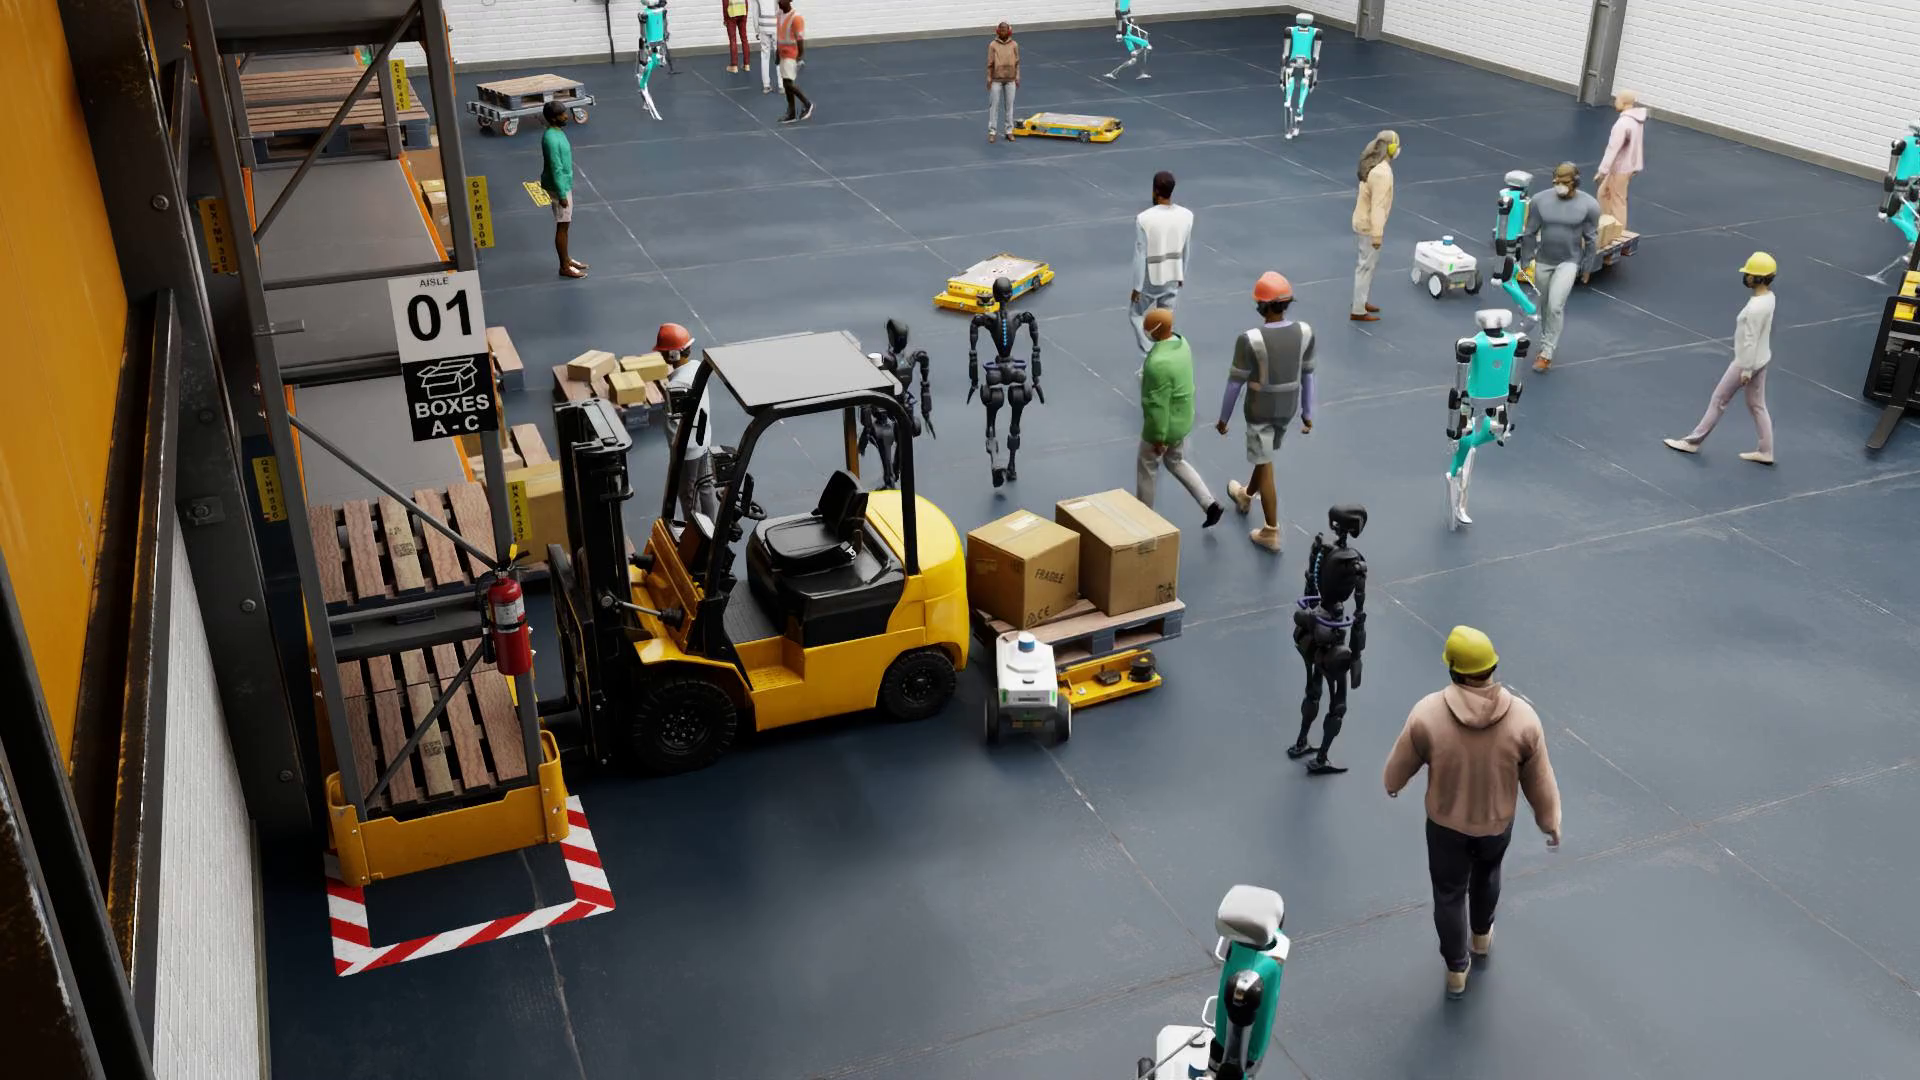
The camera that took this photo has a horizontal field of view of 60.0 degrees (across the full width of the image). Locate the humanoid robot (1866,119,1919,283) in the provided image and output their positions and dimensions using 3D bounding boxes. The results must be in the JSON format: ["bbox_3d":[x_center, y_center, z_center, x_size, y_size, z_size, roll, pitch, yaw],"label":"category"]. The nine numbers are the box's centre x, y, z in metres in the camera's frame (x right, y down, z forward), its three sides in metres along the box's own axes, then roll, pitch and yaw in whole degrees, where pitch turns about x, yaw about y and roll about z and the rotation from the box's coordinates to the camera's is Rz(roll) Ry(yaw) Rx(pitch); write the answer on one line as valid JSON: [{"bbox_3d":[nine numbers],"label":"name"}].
[{"bbox_3d":[9.883,-3.358,17.069,0.530,1.782,0.999,-8,28,-16],"label":"humanoid robot"}]

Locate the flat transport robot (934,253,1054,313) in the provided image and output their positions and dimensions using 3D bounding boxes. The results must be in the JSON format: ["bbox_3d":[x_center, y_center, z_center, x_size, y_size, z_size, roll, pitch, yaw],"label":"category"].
[{"bbox_3d":[0.368,-2.668,17.295,0.659,0.231,1.431,15,30,26],"label":"flat transport robot"}]

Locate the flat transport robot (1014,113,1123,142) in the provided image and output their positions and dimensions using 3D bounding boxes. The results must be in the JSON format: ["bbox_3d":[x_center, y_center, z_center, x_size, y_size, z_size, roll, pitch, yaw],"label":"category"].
[{"bbox_3d":[1.548,-5.874,23.672,1.431,0.231,0.659,9,28,18],"label":"flat transport robot"}]

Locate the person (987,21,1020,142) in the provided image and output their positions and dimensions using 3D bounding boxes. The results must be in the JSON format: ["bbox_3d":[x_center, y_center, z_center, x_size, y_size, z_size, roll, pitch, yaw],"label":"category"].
[{"bbox_3d":[0.596,-6.381,23.137,0.470,1.650,0.311,-4,27,-9],"label":"person"}]

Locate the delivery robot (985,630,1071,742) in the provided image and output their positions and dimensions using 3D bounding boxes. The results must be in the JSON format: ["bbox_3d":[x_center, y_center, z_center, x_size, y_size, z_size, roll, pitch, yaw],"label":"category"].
[{"bbox_3d":[0.395,0.856,9.972,0.499,0.599,0.787,0,27,-1],"label":"delivery robot"}]

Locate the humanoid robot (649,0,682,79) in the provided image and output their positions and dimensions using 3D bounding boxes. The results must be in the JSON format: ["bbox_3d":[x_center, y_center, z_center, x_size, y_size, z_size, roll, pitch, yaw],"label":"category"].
[{"bbox_3d":[-4.970,-8.406,27.206,0.775,1.634,0.591,-14,30,-25],"label":"humanoid robot"}]

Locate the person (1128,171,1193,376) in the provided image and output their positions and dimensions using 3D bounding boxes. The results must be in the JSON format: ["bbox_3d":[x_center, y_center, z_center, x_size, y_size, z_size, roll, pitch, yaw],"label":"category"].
[{"bbox_3d":[1.771,-2.320,14.779,0.627,1.901,0.475,-14,30,-25],"label":"person"}]

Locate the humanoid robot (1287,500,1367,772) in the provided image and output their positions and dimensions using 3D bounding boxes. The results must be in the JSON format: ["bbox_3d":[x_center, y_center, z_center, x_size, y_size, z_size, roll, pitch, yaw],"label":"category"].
[{"bbox_3d":[2.079,0.527,9.369,0.325,1.654,0.590,-10,28,-20],"label":"humanoid robot"}]

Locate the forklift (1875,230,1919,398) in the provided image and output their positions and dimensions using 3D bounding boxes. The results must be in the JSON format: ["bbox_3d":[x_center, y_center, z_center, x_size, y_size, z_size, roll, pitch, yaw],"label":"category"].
[{"bbox_3d":[9.029,-2.397,14.618,1.214,2.155,2.313,18,32,32],"label":"forklift"}]

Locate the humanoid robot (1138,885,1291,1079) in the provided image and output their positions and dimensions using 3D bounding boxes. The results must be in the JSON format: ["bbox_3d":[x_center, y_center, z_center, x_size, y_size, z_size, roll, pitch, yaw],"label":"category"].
[{"bbox_3d":[0.863,2.013,6.282,0.646,1.746,0.534,9,28,17],"label":"humanoid robot"}]

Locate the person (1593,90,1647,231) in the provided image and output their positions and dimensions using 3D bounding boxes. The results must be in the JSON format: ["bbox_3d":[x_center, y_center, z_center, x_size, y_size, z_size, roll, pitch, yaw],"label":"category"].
[{"bbox_3d":[7.254,-4.122,18.518,0.664,1.756,0.546,18,32,31],"label":"person"}]

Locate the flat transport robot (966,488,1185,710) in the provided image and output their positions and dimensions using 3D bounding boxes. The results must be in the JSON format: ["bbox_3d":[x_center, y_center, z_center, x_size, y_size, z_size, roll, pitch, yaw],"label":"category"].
[{"bbox_3d":[0.651,0.618,10.759,0.659,0.231,1.431,-13,29,-23],"label":"flat transport robot"}]

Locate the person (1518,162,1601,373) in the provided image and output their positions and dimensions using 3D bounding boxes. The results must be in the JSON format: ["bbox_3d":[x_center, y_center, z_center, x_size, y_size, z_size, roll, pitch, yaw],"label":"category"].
[{"bbox_3d":[5.361,-2.470,15.062,0.633,1.909,0.766,19,32,33],"label":"person"}]

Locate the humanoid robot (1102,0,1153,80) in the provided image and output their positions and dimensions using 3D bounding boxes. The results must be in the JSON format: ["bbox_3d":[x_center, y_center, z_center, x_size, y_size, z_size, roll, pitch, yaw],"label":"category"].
[{"bbox_3d":[2.811,-8.188,26.684,1.035,1.751,0.547,11,29,20],"label":"humanoid robot"}]

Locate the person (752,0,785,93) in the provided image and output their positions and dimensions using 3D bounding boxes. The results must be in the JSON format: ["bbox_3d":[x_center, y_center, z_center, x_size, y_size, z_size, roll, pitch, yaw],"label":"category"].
[{"bbox_3d":[-2.941,-7.957,26.018,0.582,1.882,0.351,5,27,10],"label":"person"}]

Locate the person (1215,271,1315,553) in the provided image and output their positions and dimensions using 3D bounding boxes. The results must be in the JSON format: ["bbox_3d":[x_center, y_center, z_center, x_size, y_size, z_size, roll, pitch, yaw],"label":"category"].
[{"bbox_3d":[2.148,-0.970,11.991,0.642,1.995,0.985,-11,29,-21],"label":"person"}]

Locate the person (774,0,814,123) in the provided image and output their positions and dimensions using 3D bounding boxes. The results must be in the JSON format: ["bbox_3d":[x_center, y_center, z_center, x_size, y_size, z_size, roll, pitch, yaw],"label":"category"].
[{"bbox_3d":[-2.472,-7.022,24.081,0.456,1.949,0.612,-16,31,-29],"label":"person"}]

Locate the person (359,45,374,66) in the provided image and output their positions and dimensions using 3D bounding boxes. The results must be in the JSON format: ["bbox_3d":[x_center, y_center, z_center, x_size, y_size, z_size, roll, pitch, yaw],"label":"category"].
[{"bbox_3d":[-8.788,-6.937,24.064,0.670,1.831,0.336,-15,30,-26],"label":"person"}]

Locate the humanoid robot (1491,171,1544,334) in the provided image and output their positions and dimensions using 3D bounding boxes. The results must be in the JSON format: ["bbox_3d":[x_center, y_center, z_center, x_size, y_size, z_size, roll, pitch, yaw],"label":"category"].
[{"bbox_3d":[5.183,-2.420,15.251,0.690,1.858,0.531,17,31,30],"label":"humanoid robot"}]

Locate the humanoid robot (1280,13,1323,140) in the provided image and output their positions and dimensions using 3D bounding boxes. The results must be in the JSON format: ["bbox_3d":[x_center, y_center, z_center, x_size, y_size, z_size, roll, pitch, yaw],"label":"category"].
[{"bbox_3d":[4.661,-6.305,22.942,0.536,1.755,1.033,6,27,12],"label":"humanoid robot"}]

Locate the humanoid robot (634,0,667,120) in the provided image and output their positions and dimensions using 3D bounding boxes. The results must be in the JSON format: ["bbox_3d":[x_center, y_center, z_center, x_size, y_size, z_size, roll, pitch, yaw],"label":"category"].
[{"bbox_3d":[-4.650,-7.108,24.521,0.817,1.800,0.541,17,31,30],"label":"humanoid robot"}]

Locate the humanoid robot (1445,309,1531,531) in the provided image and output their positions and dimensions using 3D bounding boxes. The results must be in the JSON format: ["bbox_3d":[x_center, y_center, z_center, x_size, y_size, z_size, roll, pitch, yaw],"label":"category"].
[{"bbox_3d":[3.699,-0.843,12.135,0.549,1.895,0.741,-5,27,-9],"label":"humanoid robot"}]

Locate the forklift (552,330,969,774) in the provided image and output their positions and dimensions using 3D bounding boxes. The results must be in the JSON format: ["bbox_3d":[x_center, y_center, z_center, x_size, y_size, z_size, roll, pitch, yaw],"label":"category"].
[{"bbox_3d":[-1.094,0.010,9.831,2.313,2.155,1.214,-10,28,-20],"label":"forklift"}]

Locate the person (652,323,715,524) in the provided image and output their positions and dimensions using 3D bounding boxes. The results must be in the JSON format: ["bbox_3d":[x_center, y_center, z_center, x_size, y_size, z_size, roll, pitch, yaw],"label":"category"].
[{"bbox_3d":[-1.941,-0.689,11.719,0.352,1.741,0.570,5,27,9],"label":"person"}]

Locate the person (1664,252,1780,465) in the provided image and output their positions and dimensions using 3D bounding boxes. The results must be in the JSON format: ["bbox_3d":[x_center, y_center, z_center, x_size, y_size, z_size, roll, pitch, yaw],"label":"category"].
[{"bbox_3d":[6.244,-1.445,13.253,0.822,1.720,0.541,19,33,33],"label":"person"}]

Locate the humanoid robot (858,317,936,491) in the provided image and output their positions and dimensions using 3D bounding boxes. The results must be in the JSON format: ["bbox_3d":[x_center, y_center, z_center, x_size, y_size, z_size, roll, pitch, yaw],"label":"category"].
[{"bbox_3d":[-0.496,-0.890,12.261,0.613,1.641,0.748,-13,30,-25],"label":"humanoid robot"}]

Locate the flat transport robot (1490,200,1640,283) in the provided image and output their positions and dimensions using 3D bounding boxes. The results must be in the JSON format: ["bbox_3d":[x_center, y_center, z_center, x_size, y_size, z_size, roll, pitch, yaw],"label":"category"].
[{"bbox_3d":[6.511,-3.027,18.009,1.431,0.231,0.659,-23,35,-38],"label":"flat transport robot"}]

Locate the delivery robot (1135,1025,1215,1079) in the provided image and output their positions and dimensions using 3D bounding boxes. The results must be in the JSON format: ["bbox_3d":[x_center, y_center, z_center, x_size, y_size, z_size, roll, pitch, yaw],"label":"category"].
[{"bbox_3d":[0.975,2.379,6.948,0.525,0.604,0.776,2,27,5],"label":"delivery robot"}]

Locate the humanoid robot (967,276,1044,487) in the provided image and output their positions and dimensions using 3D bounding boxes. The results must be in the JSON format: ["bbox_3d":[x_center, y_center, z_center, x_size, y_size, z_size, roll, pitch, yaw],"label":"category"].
[{"bbox_3d":[0.362,-1.189,12.790,0.601,1.632,0.551,-2,27,-4],"label":"humanoid robot"}]

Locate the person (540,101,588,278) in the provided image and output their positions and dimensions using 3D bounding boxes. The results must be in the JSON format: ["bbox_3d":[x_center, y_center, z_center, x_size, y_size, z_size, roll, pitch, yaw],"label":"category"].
[{"bbox_3d":[-4.232,-3.712,17.612,0.397,1.850,0.493,-3,27,-7],"label":"person"}]

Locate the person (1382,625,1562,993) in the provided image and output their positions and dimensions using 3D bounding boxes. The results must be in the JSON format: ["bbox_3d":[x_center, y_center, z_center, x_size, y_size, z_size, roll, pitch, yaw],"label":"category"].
[{"bbox_3d":[2.396,1.221,7.811,0.807,1.836,0.712,5,27,10],"label":"person"}]

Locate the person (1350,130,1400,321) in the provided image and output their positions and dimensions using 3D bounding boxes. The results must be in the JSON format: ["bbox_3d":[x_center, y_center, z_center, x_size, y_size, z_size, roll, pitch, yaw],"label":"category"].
[{"bbox_3d":[4.065,-3.097,16.387,0.409,1.867,0.585,3,27,6],"label":"person"}]

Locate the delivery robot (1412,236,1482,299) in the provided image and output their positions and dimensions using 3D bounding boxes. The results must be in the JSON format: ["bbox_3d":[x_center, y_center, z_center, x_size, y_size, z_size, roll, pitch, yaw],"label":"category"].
[{"bbox_3d":[5.068,-2.851,17.362,0.499,0.614,0.818,-8,28,-16],"label":"delivery robot"}]

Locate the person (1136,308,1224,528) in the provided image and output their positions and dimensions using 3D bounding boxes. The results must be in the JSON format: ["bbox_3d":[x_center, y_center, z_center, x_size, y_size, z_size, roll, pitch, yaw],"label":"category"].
[{"bbox_3d":[1.538,-0.837,12.007,0.760,1.748,0.569,16,31,28],"label":"person"}]

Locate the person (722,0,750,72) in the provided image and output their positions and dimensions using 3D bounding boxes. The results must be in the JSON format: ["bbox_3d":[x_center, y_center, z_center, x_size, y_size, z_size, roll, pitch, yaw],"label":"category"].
[{"bbox_3d":[-3.711,-8.661,27.546,0.468,1.768,0.379,-16,31,-29],"label":"person"}]
